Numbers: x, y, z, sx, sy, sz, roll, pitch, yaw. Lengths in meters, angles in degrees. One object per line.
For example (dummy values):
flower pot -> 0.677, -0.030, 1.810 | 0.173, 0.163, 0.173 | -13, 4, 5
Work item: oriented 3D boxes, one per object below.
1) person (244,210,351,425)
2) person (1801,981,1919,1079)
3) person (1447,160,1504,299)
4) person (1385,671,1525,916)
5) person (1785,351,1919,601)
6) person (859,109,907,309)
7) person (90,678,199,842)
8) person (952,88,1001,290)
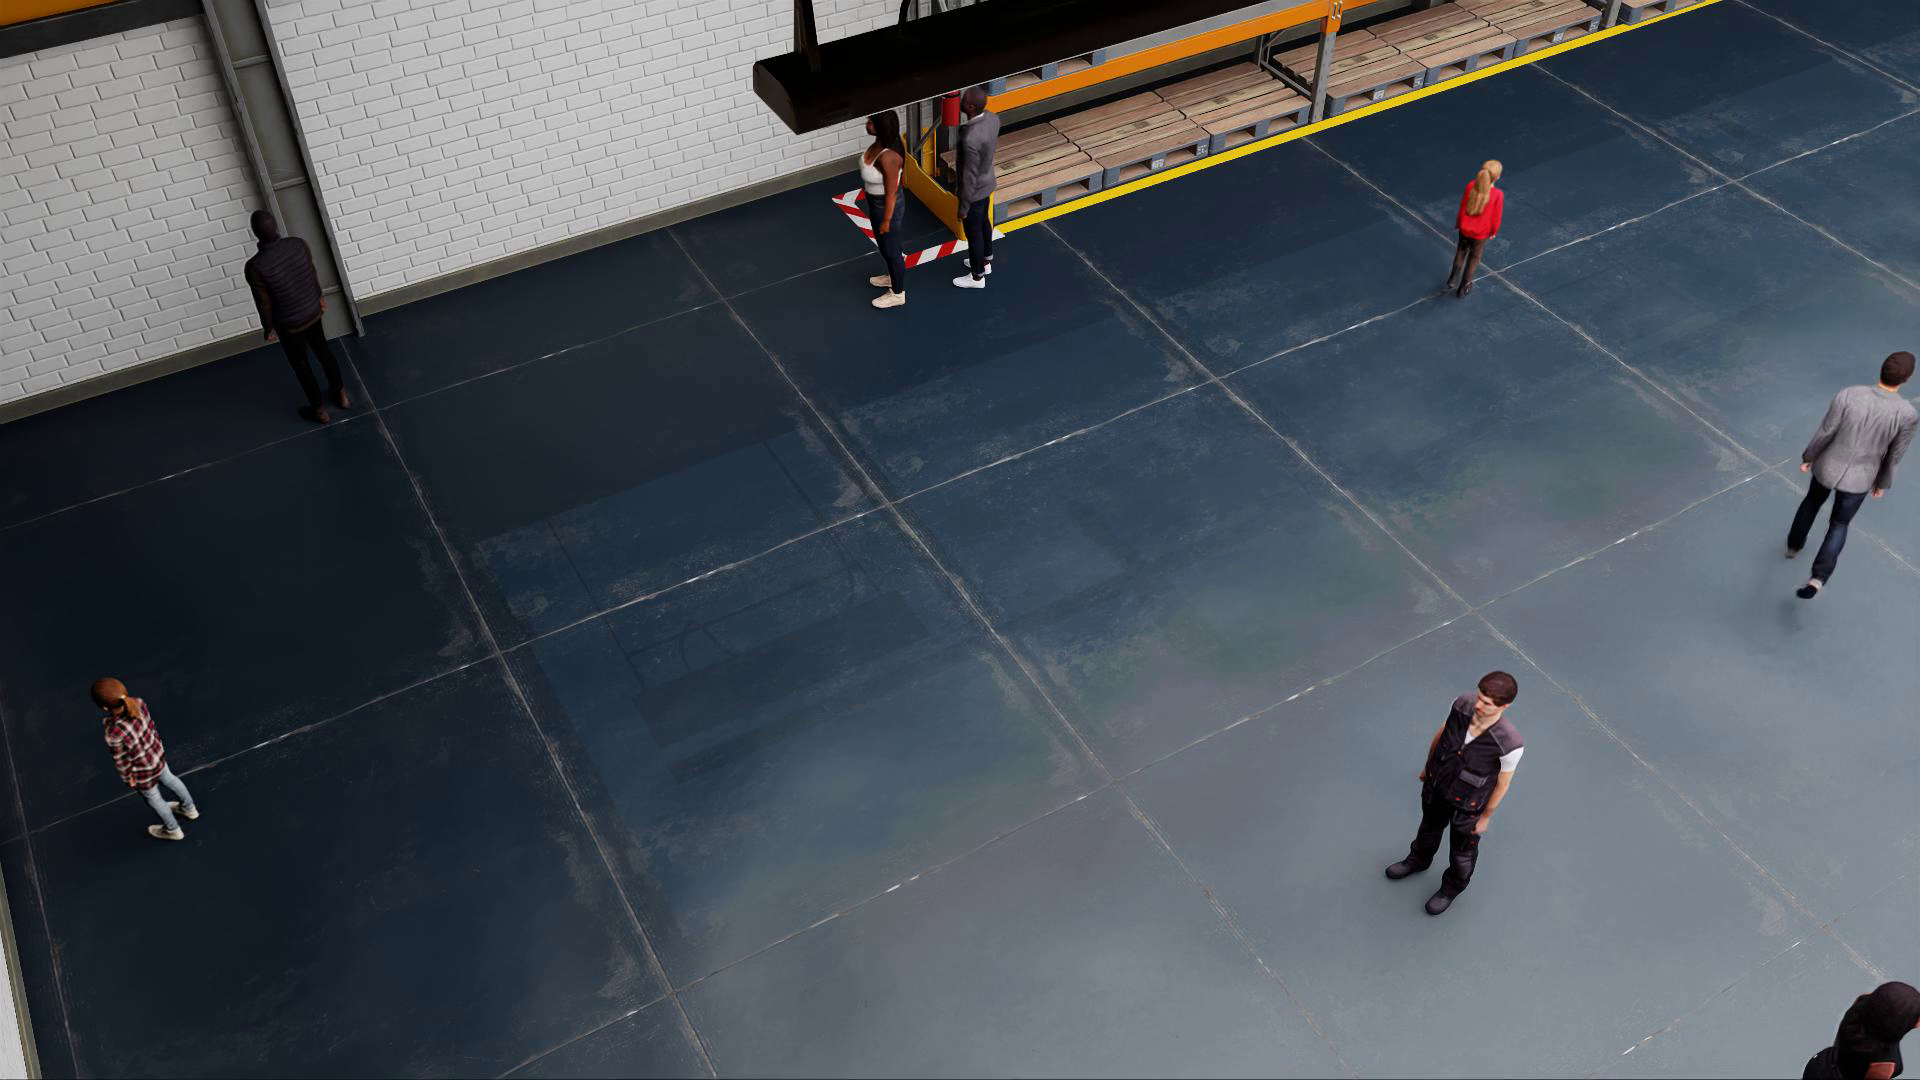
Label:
person -> -4.999, -1.688, 12.516 | 0.833, 1.835, 0.670 | 27, 50, 25
person -> 4.235, 2.652, 8.029 | 0.710, 1.740, 0.667 | 7, 44, 8
person -> 4.263, -2.570, 13.848 | 0.576, 1.274, 0.604 | 27, 50, 26
person -> 2.805, 1.380, 9.286 | 0.588, 1.849, 0.665 | -26, 49, -25
person -> 5.926, -0.397, 11.158 | 1.021, 1.839, 1.215 | 23, 48, 23
person -> -0.587, -2.745, 13.652 | 0.749, 1.799, 0.737 | -2, 44, -2
person -> -4.802, 1.282, 9.782 | 0.658, 1.305, 0.611 | 5, 44, 6
person -> 0.147, -2.922, 13.824 | 0.860, 1.818, 0.762 | 16, 46, 16
